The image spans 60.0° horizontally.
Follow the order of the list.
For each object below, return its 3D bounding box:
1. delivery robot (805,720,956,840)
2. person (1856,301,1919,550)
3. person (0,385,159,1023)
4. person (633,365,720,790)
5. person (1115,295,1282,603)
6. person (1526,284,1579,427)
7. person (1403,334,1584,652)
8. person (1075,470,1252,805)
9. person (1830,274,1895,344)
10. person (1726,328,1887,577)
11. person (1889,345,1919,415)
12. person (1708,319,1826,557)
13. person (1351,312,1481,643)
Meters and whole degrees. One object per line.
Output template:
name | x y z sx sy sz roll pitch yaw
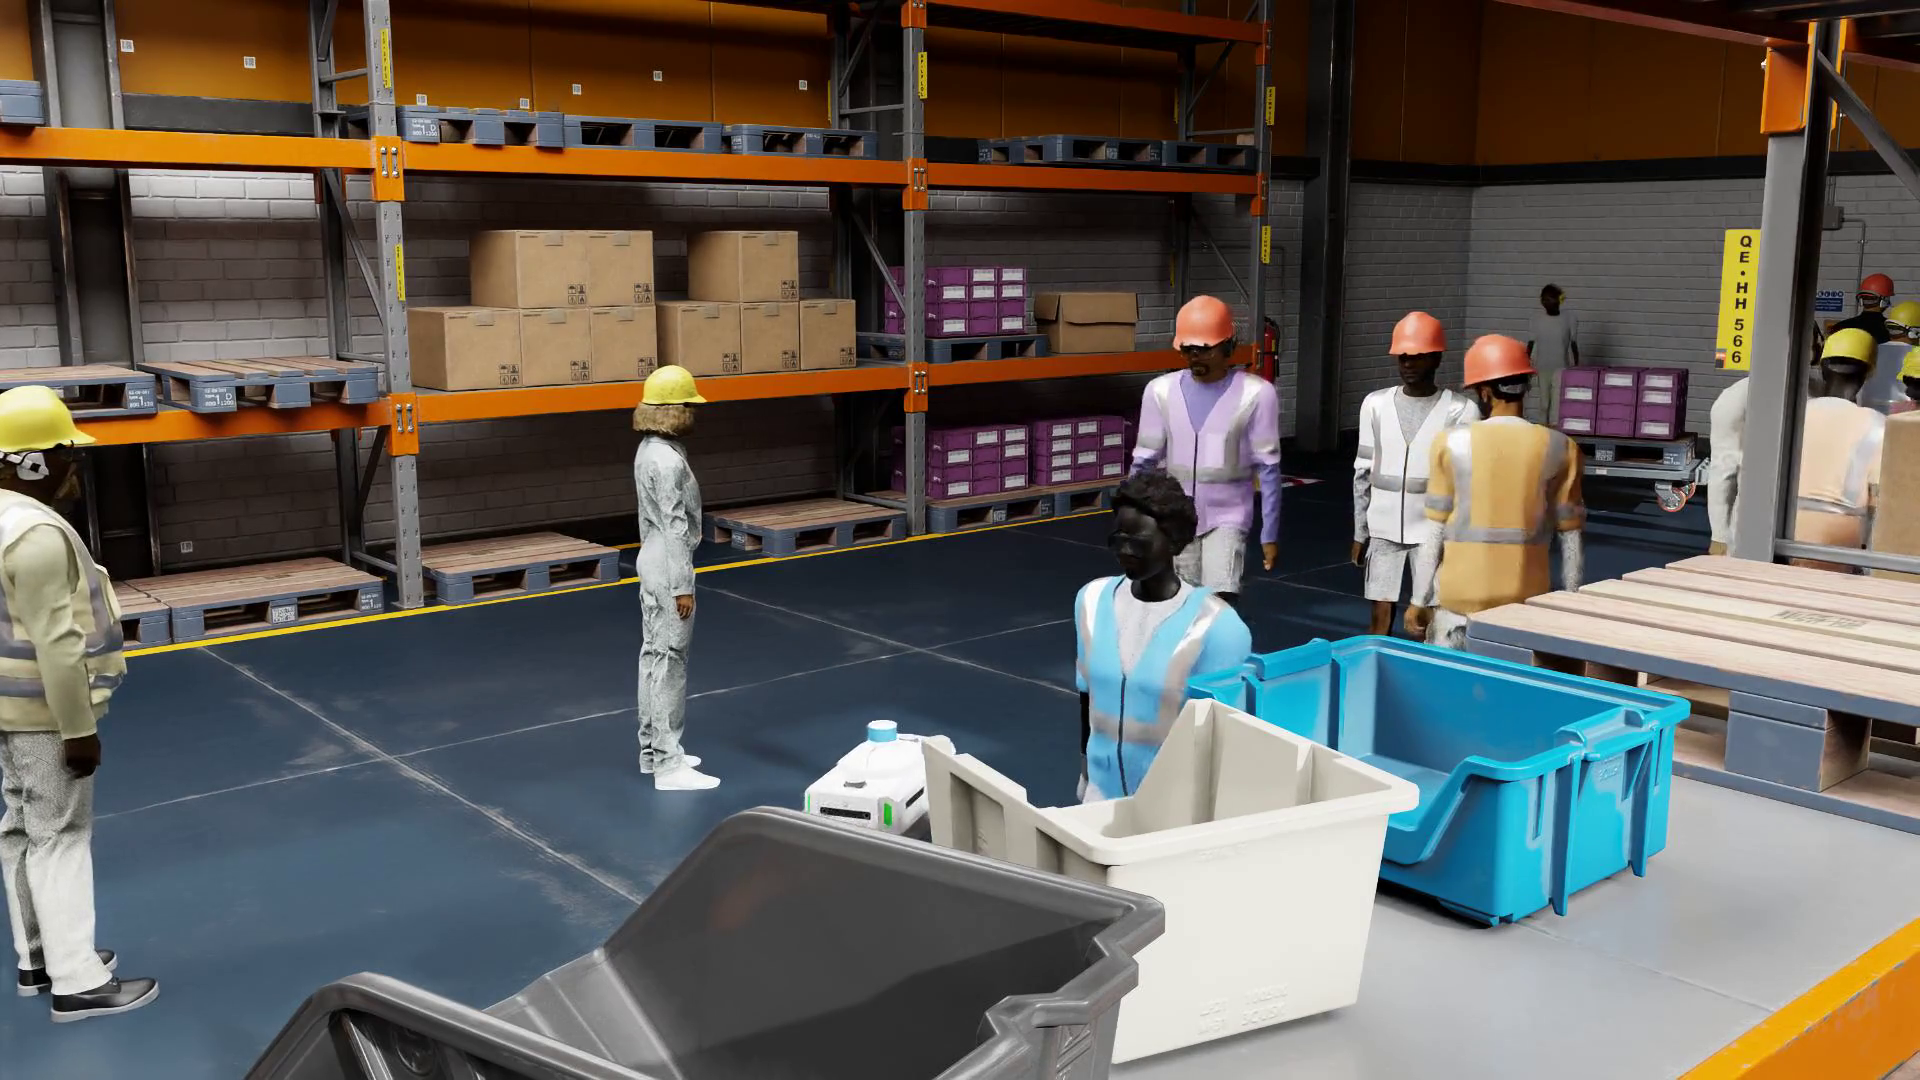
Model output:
delivery robot | -0.271 0.880 5.859 0.477 0.478 0.707 3 11 18
person | 6.611 -0.766 11.764 0.404 1.830 0.601 -5 11 -27
person | -2.642 0.470 4.834 0.404 1.835 0.590 -9 14 -43
person | -1.180 0.153 6.867 0.306 1.743 0.494 -4 11 -22
person | 1.067 -0.073 7.381 0.681 2.008 0.538 6 12 31
person | 6.170 -1.741 17.304 0.561 1.812 1.003 5 11 26
person | 1.981 0.197 6.174 0.649 1.889 0.710 2 10 9
person | 0.421 0.668 4.159 0.558 1.664 0.756 9 13 40
person | 7.209 -1.110 13.233 0.376 1.995 0.609 -8 13 -39
person | 3.549 0.065 6.961 0.643 1.884 0.597 8 13 37
person | 5.261 -0.200 8.949 0.884 1.715 0.538 -2 10 -10
person | 3.604 -0.038 7.394 0.635 1.935 0.349 -2 10 -13
person | 2.002 -0.038 7.386 0.544 1.939 0.372 6 12 30
